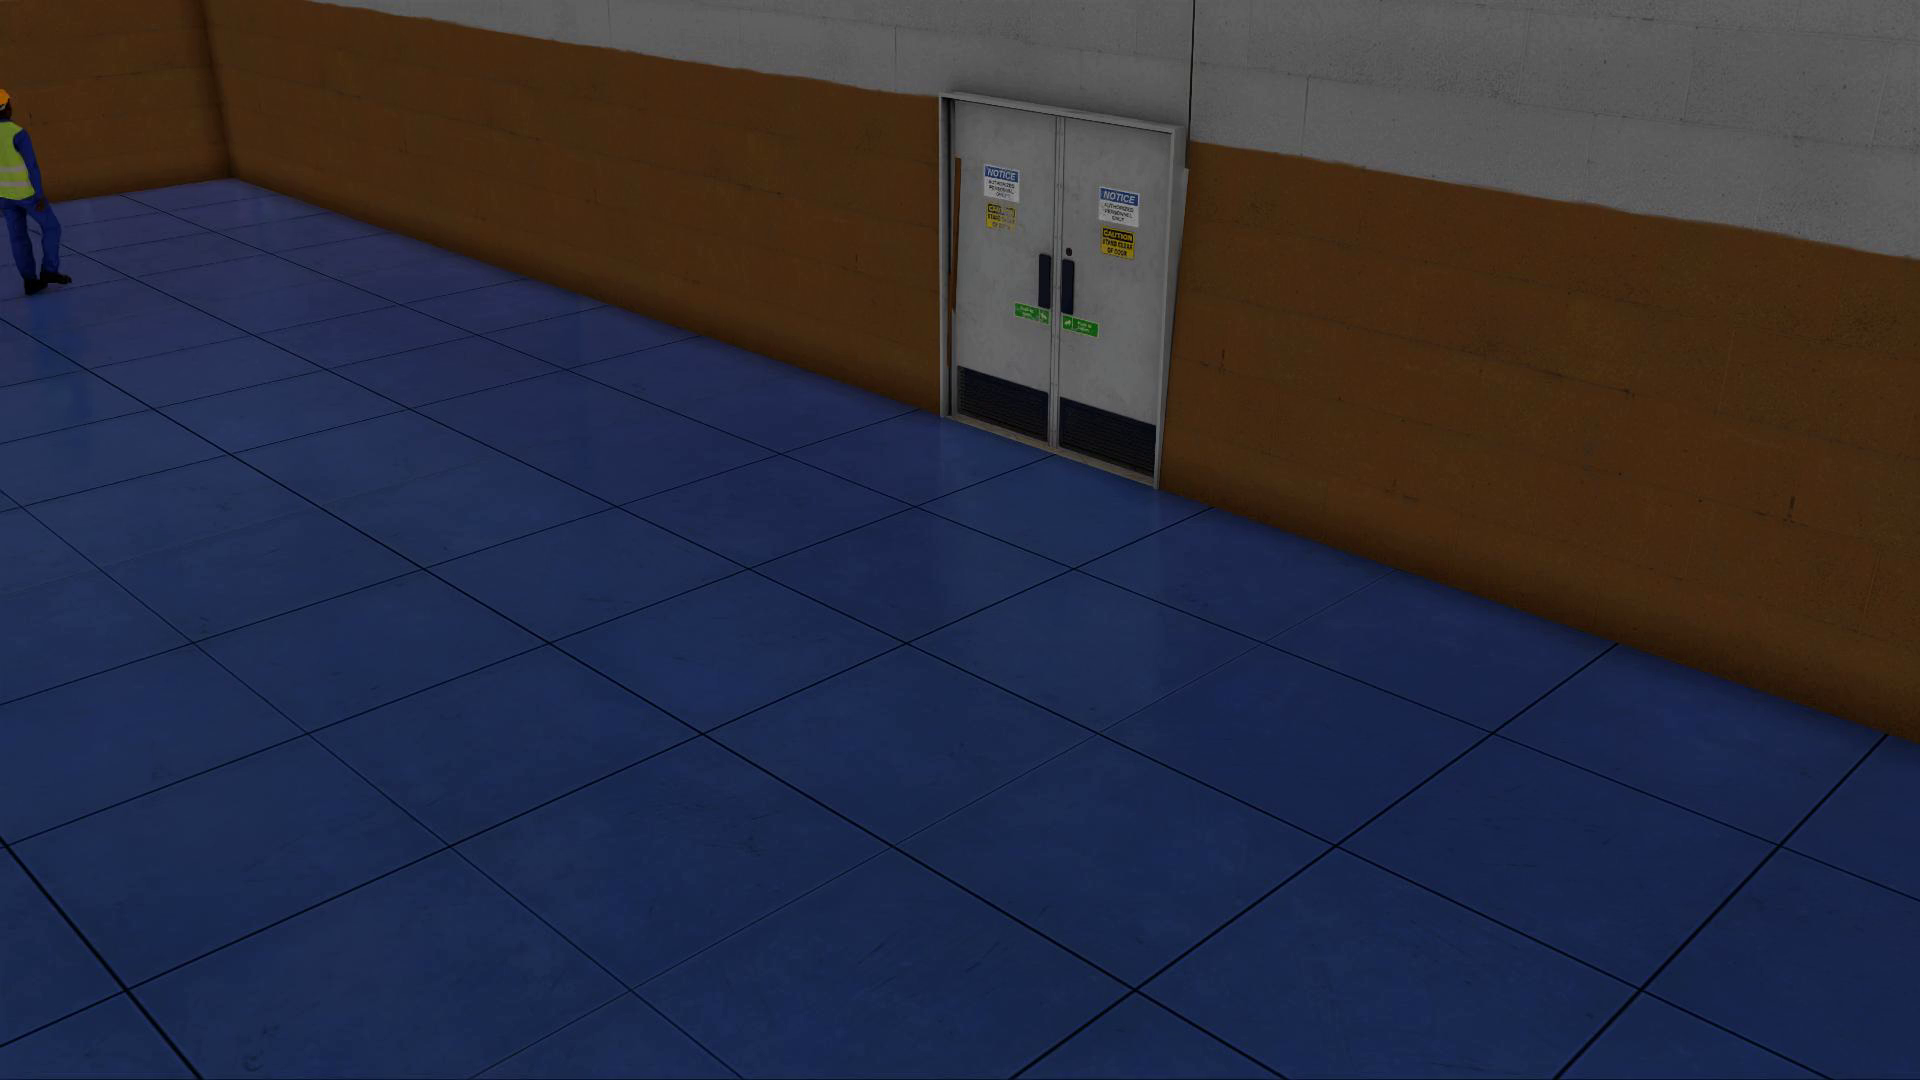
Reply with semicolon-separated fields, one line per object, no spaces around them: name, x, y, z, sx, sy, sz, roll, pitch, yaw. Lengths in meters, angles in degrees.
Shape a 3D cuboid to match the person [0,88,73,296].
person;-8.445;-3.075;14.815;0.800;1.796;0.853;2;24;5
